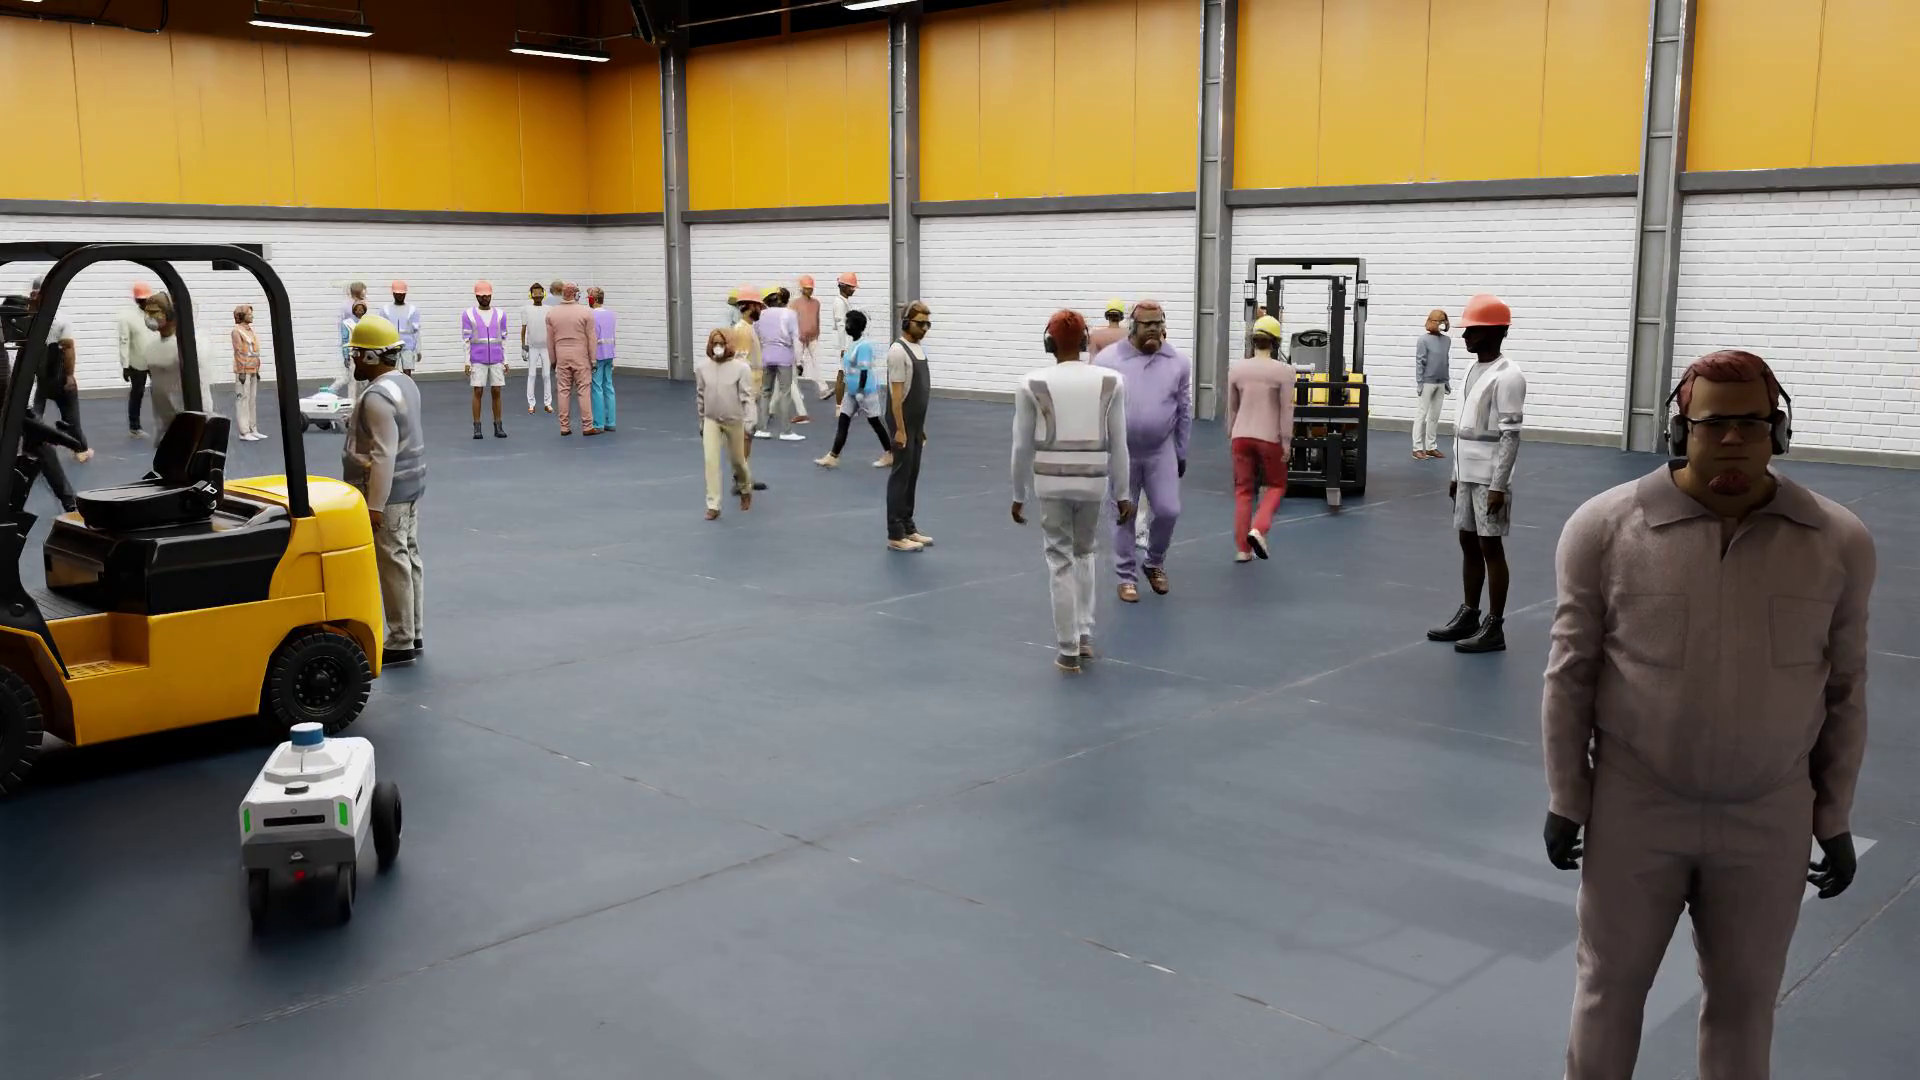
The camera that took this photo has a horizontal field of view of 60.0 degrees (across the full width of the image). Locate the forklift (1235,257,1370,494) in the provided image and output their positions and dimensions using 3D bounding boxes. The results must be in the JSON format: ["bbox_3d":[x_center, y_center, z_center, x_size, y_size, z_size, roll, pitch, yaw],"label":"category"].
[{"bbox_3d":[3.309,-1.629,16.029,1.214,2.155,2.313,2,9,11],"label":"forklift"}]

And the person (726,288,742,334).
[{"bbox_3d":[-3.934,-3.530,29.104,0.570,1.732,0.490,3,10,15],"label":"person"}]

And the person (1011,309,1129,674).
[{"bbox_3d":[0.549,-0.258,8.620,0.595,1.862,0.596,-2,9,-10],"label":"person"}]

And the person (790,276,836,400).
[{"bbox_3d":[-2.383,-3.162,26.171,0.642,1.941,1.044,-8,12,-40],"label":"person"}]

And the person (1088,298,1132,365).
[{"bbox_3d":[1.610,-1.650,17.470,0.534,1.767,0.317,0,9,0],"label":"person"}]

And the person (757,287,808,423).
[{"bbox_3d":[-2.424,-2.486,22.429,0.973,1.816,0.538,6,11,32],"label":"person"}]

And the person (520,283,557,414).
[{"bbox_3d":[-6.046,-2.749,23.888,0.512,1.872,0.328,-4,10,-24],"label":"person"}]

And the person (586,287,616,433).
[{"bbox_3d":[-4.550,-2.269,21.014,0.378,1.844,0.569,5,10,26],"label":"person"}]

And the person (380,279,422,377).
[{"bbox_3d":[-7.923,-2.729,23.585,0.581,1.926,0.391,-2,9,-12],"label":"person"}]

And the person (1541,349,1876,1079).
[{"bbox_3d":[1.560,0.557,3.511,0.646,1.908,0.408,2,9,11],"label":"person"}]

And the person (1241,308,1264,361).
[{"bbox_3d":[3.611,-2.055,20.452,0.752,1.597,0.561,-2,10,-13],"label":"person"}]

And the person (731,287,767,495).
[{"bbox_3d":[-1.969,-1.373,15.406,0.355,1.909,0.718,-1,9,-4],"label":"person"}]

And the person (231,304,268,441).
[{"bbox_3d":[-8.624,-2.021,20.116,0.309,1.645,0.515,-1,9,-3],"label":"person"}]

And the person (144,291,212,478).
[{"bbox_3d":[-5.483,-0.815,11.899,0.642,1.925,0.610,7,12,39],"label":"person"}]

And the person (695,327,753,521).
[{"bbox_3d":[-1.959,-0.995,13.990,0.505,1.599,0.813,1,9,7],"label":"person"}]

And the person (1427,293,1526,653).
[{"bbox_3d":[2.817,-0.358,9.022,0.354,1.939,0.544,-2,9,-11],"label":"person"}]

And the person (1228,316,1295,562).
[{"bbox_3d":[2.102,-0.697,11.705,0.526,1.747,0.461,6,11,31],"label":"person"}]

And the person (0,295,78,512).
[{"bbox_3d":[-7.605,-1.045,13.474,1.022,1.863,0.610,0,9,1],"label":"person"}]

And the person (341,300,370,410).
[{"bbox_3d":[-8.358,-2.520,23.193,0.514,1.639,0.310,-8,13,-42],"label":"person"}]

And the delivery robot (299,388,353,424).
[{"bbox_3d":[-8.054,-1.686,21.083,0.707,0.478,0.477,5,11,23],"label":"delivery robot"}]

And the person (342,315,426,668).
[{"bbox_3d":[-3.002,-0.250,8.678,0.403,1.835,0.586,-1,9,-5],"label":"person"}]

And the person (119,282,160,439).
[{"bbox_3d":[-9.777,-2.128,19.948,1.105,1.924,0.626,9,13,44],"label":"person"}]

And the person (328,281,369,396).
[{"bbox_3d":[-8.691,-2.737,23.729,0.845,1.912,0.639,-2,10,-15],"label":"person"}]

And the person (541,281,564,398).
[{"bbox_3d":[-6.513,-3.250,26.961,0.632,1.886,1.054,-6,11,-31],"label":"person"}]

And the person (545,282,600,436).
[{"bbox_3d":[-4.801,-2.247,20.698,0.638,1.911,0.402,2,9,10],"label":"person"}]

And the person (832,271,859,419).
[{"bbox_3d":[-1.575,-2.691,23.033,0.389,2.034,0.605,0,9,-1],"label":"person"}]

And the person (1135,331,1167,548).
[{"bbox_3d":[1.396,-0.765,12.433,0.310,1.638,0.523,2,10,13],"label":"person"}]

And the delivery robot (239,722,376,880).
[{"bbox_3d":[-2.161,0.853,5.539,0.477,0.478,0.707,-2,9,-13],"label":"delivery robot"}]

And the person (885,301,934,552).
[{"bbox_3d":[-0.369,-0.838,12.269,0.344,1.837,0.507,3,10,17],"label":"person"}]

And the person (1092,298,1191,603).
[{"bbox_3d":[1.123,-0.544,10.322,0.662,1.894,0.414,-1,9,-6],"label":"person"}]

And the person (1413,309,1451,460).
[{"bbox_3d":[5.166,-1.697,18.157,0.503,1.632,0.271,-6,11,-32],"label":"person"}]

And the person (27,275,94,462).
[{"bbox_3d":[-9.637,-1.816,17.644,0.699,2.000,0.917,0,9,-3],"label":"person"}]

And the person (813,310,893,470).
[{"bbox_3d":[-1.059,-1.540,17.135,0.897,1.647,0.545,-4,10,-25],"label":"person"}]

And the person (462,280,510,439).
[{"bbox_3d":[-5.782,-2.202,20.330,0.552,1.935,0.360,-5,10,-28],"label":"person"}]

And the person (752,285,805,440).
[{"bbox_3d":[-2.212,-2.147,20.187,0.701,1.879,0.395,4,10,21],"label":"person"}]

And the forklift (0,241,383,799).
[{"bbox_3d":[-3.706,-0.171,7.093,1.214,2.155,2.313,9,13,43],"label":"forklift"}]
